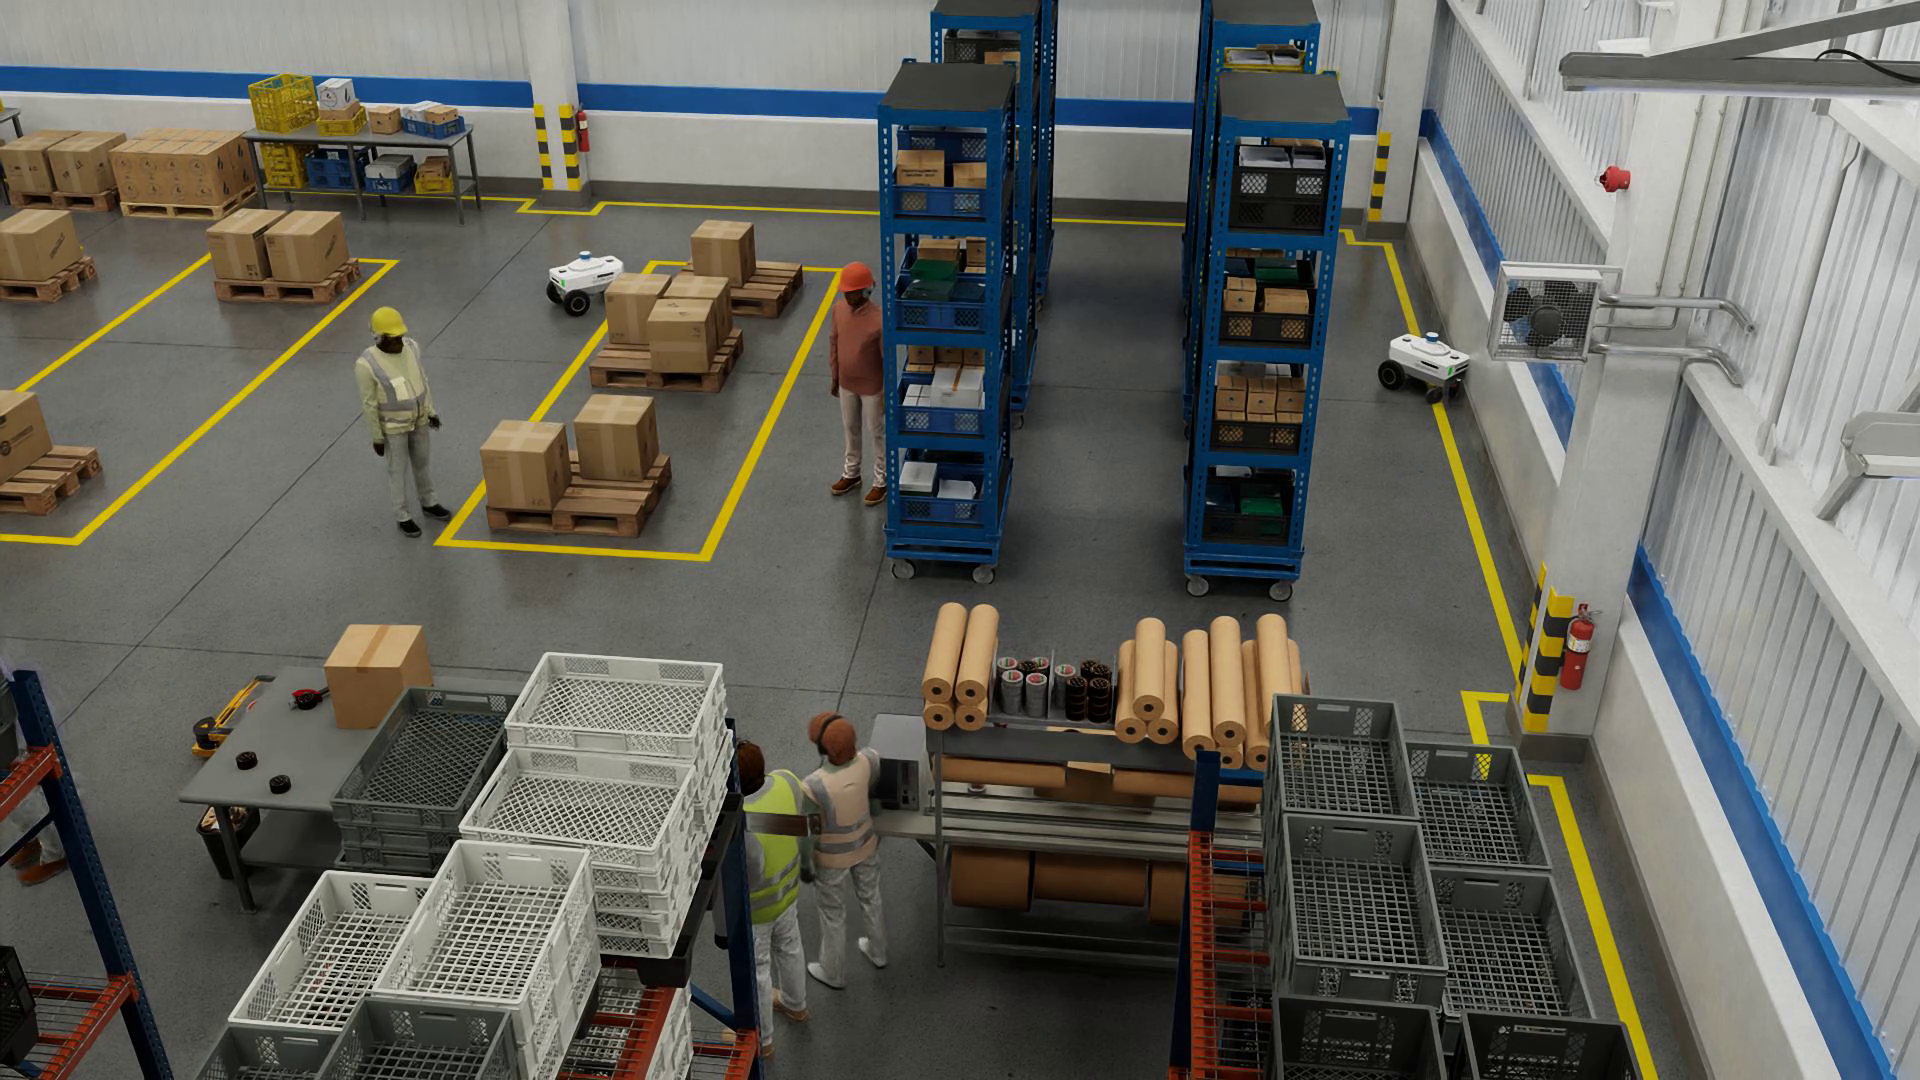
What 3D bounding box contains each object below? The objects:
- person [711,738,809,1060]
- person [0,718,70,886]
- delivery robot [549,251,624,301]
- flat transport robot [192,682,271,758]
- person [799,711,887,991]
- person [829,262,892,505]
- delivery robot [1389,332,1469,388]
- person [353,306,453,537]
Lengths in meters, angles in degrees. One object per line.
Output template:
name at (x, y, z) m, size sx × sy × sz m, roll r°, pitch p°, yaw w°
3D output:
person at (-1.001, 1.735, 8.130) m, size 0.431 × 1.837 × 0.629 m, roll 17°, pitch 34°, yaw 27°
person at (-5.343, 1.093, 9.145) m, size 0.464 × 1.914 × 0.676 m, roll -27°, pitch 39°, yaw -37°
delivery robot at (-3.780, -2.688, 16.892) m, size 0.707 × 0.478 × 0.477 m, roll -19°, pitch 35°, yaw -30°
flat transport robot at (-4.089, 1.163, 10.648) m, size 1.431 × 0.197 × 0.652 m, roll 3°, pitch 30°, yaw 6°
person at (-0.610, 1.596, 8.569) m, size 0.526 × 1.629 × 0.321 m, roll -22°, pitch 37°, yaw -33°
person at (-0.778, -1.236, 13.070) m, size 0.612 × 1.995 × 0.382 m, roll 19°, pitch 35°, yaw 29°
delivery robot at (4.258, -1.643, 15.098) m, size 0.477 × 0.478 × 0.707 m, roll -24°, pitch 38°, yaw -35°
person at (-4.253, -0.918, 12.687) m, size 0.403 × 1.826 × 0.622 m, roll 17°, pitch 34°, yaw 26°
